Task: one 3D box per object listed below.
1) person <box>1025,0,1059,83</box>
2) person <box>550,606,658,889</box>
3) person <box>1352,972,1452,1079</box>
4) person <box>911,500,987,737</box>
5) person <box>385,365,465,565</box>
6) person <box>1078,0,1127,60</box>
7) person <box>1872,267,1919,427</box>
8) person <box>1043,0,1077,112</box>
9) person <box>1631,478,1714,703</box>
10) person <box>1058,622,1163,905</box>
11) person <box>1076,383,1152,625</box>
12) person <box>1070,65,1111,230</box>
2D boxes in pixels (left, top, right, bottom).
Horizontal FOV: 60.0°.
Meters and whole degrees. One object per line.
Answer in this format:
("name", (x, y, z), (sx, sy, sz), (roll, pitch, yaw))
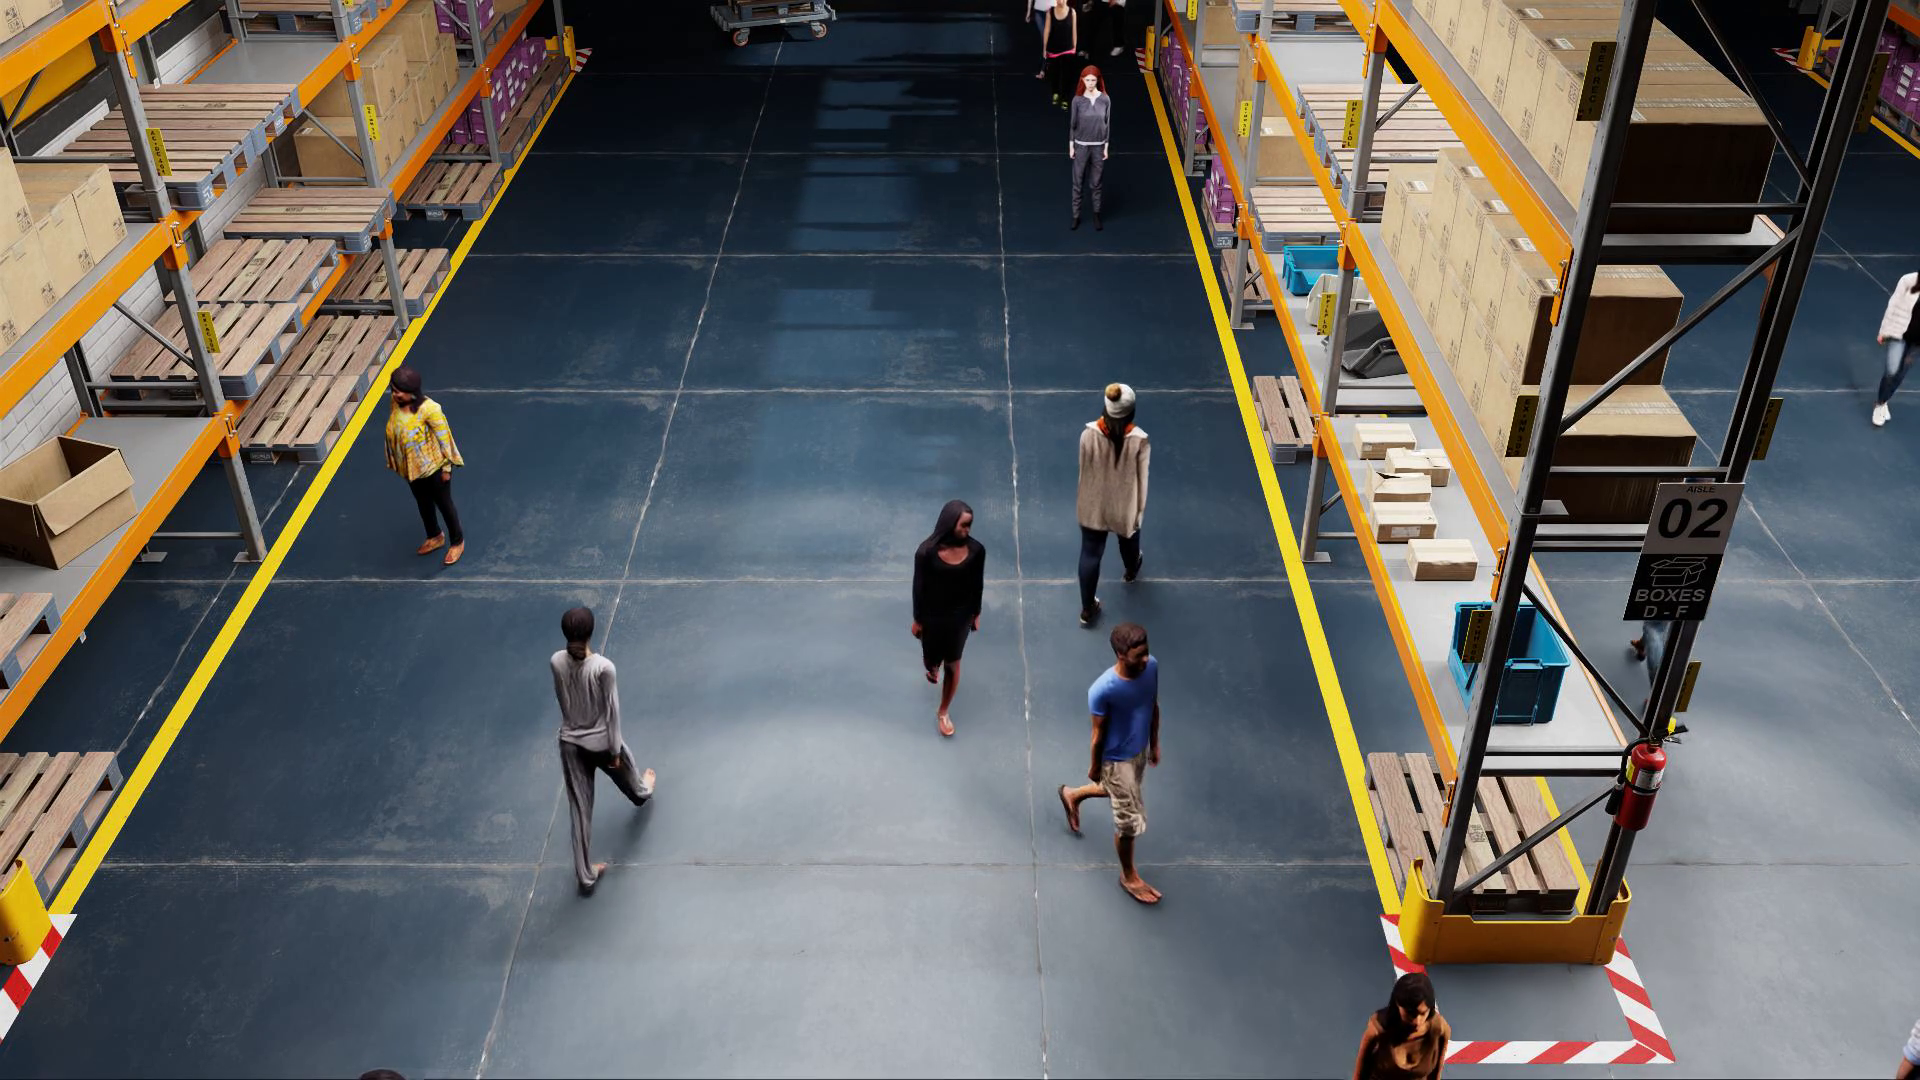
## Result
("person", (1.174, -6.984, 22.025), (0.859, 1.692, 1.188), (13, 36, 18))
("person", (-2.171, 1.249, 9.616), (0.814, 1.718, 1.231), (9, 35, 13))
("person", (1.983, 2.544, 7.707), (0.578, 1.674, 0.589), (-1, 34, -1))
("person", (-0.091, 0.454, 10.834), (0.705, 1.693, 0.873), (-4, 34, -6))
("person", (-3.984, -0.573, 12.417), (0.861, 1.652, 0.909), (17, 37, 24))
("person", (2.084, -7.398, 22.693), (1.035, 1.642, 1.176), (23, 40, 31))
("person", (8.144, -1.808, 14.294), (0.691, 1.630, 0.703), (6, 34, 8))
("person", (1.282, -6.265, 21.096), (0.634, 1.523, 0.954), (3, 34, 4))
("person", (4.729, 0.344, 11.044), (0.699, 1.643, 1.100), (4, 34, 6))
("person", (0.880, 1.184, 9.603), (1.124, 1.840, 1.189), (-28, 43, -35))
("person", (1.023, -0.233, 11.721), (0.893, 1.855, 1.172), (9, 35, 14))
("person", (1.385, -4.184, 17.735), (0.563, 1.778, 0.482), (0, 34, 0))
